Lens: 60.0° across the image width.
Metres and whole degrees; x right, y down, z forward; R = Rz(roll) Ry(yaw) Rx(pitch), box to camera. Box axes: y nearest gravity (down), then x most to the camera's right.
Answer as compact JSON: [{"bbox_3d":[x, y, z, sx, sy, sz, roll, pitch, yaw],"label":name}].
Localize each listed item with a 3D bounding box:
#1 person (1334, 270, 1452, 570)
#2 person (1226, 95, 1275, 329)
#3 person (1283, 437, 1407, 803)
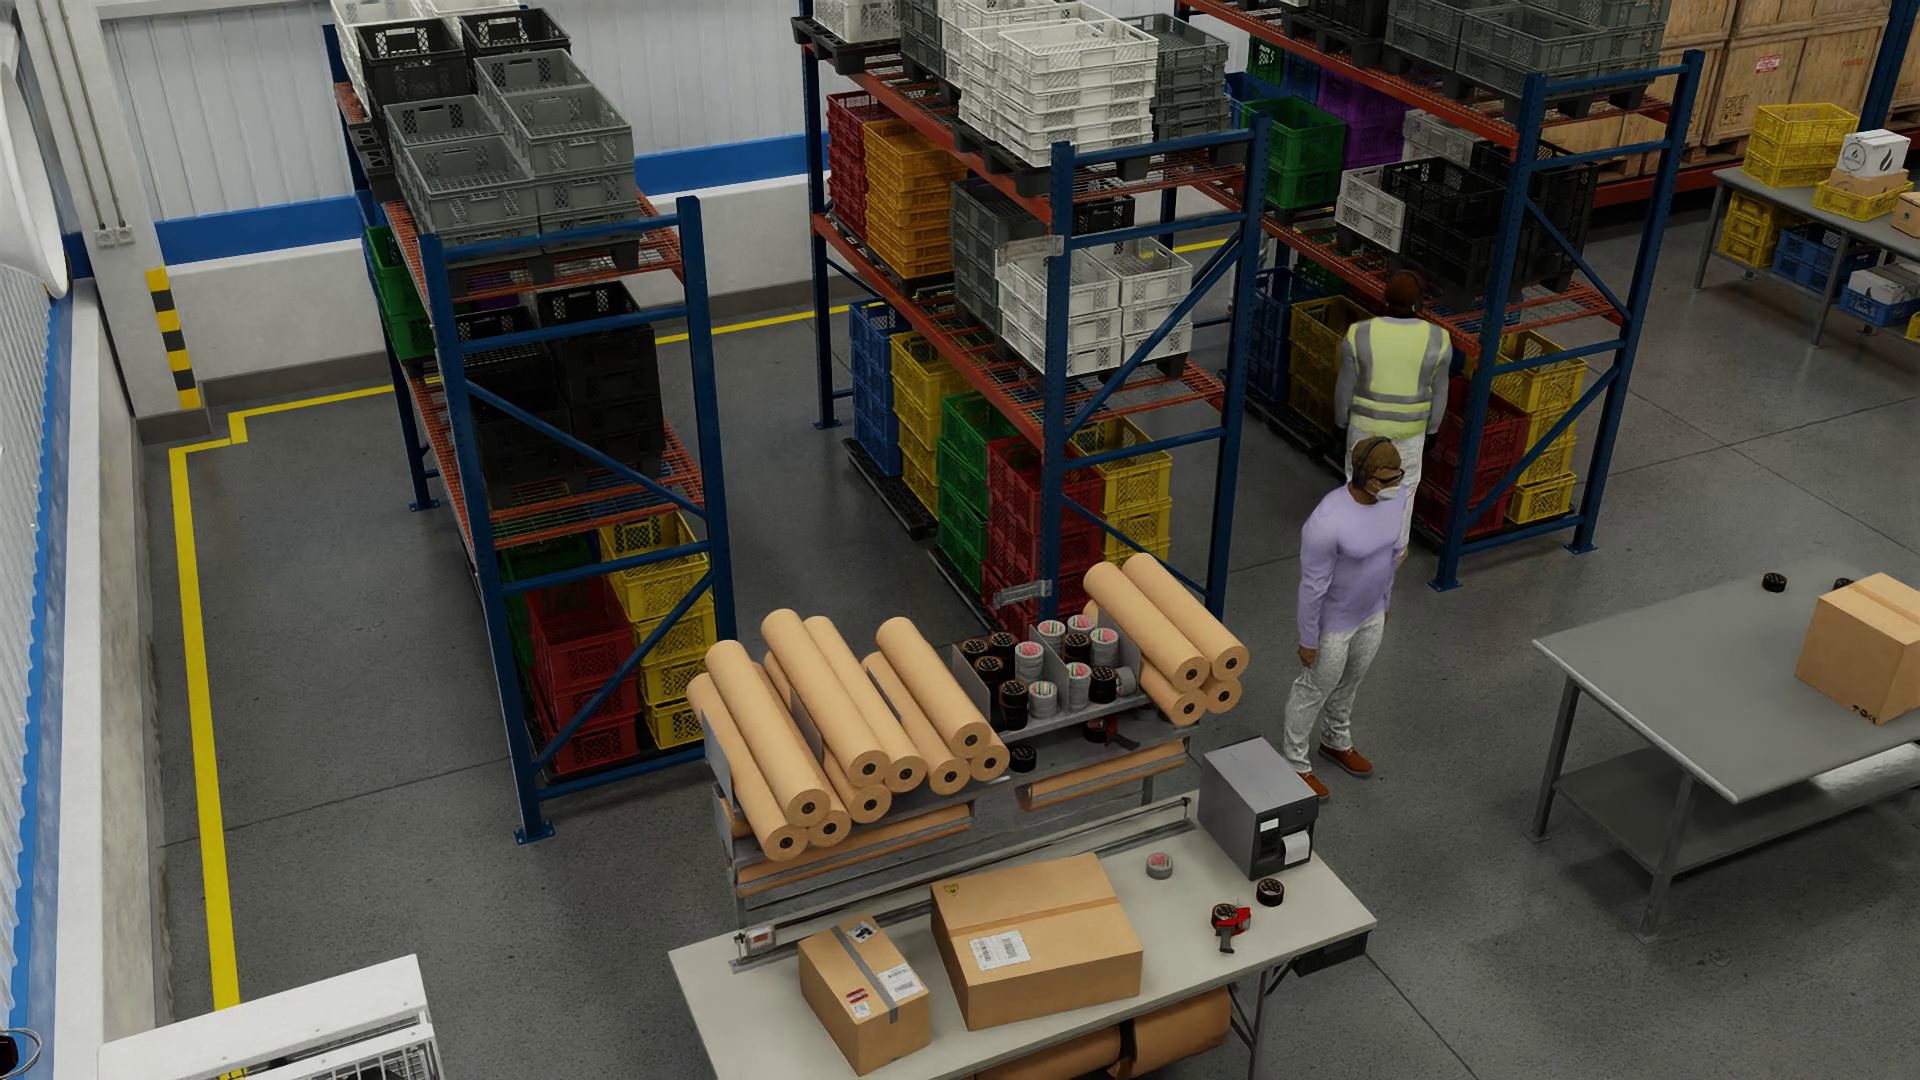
[{"bbox_3d":[2.453,-0.674,9.558,0.619,1.838,0.430,7,32,11],"label":"person"},{"bbox_3d":[2.257,-2.514,12.499,0.341,1.883,0.587,-8,33,-13],"label":"person"},{"bbox_3d":[1.801,0.360,7.791,0.630,1.932,0.363,-23,38,-32],"label":"person"}]
